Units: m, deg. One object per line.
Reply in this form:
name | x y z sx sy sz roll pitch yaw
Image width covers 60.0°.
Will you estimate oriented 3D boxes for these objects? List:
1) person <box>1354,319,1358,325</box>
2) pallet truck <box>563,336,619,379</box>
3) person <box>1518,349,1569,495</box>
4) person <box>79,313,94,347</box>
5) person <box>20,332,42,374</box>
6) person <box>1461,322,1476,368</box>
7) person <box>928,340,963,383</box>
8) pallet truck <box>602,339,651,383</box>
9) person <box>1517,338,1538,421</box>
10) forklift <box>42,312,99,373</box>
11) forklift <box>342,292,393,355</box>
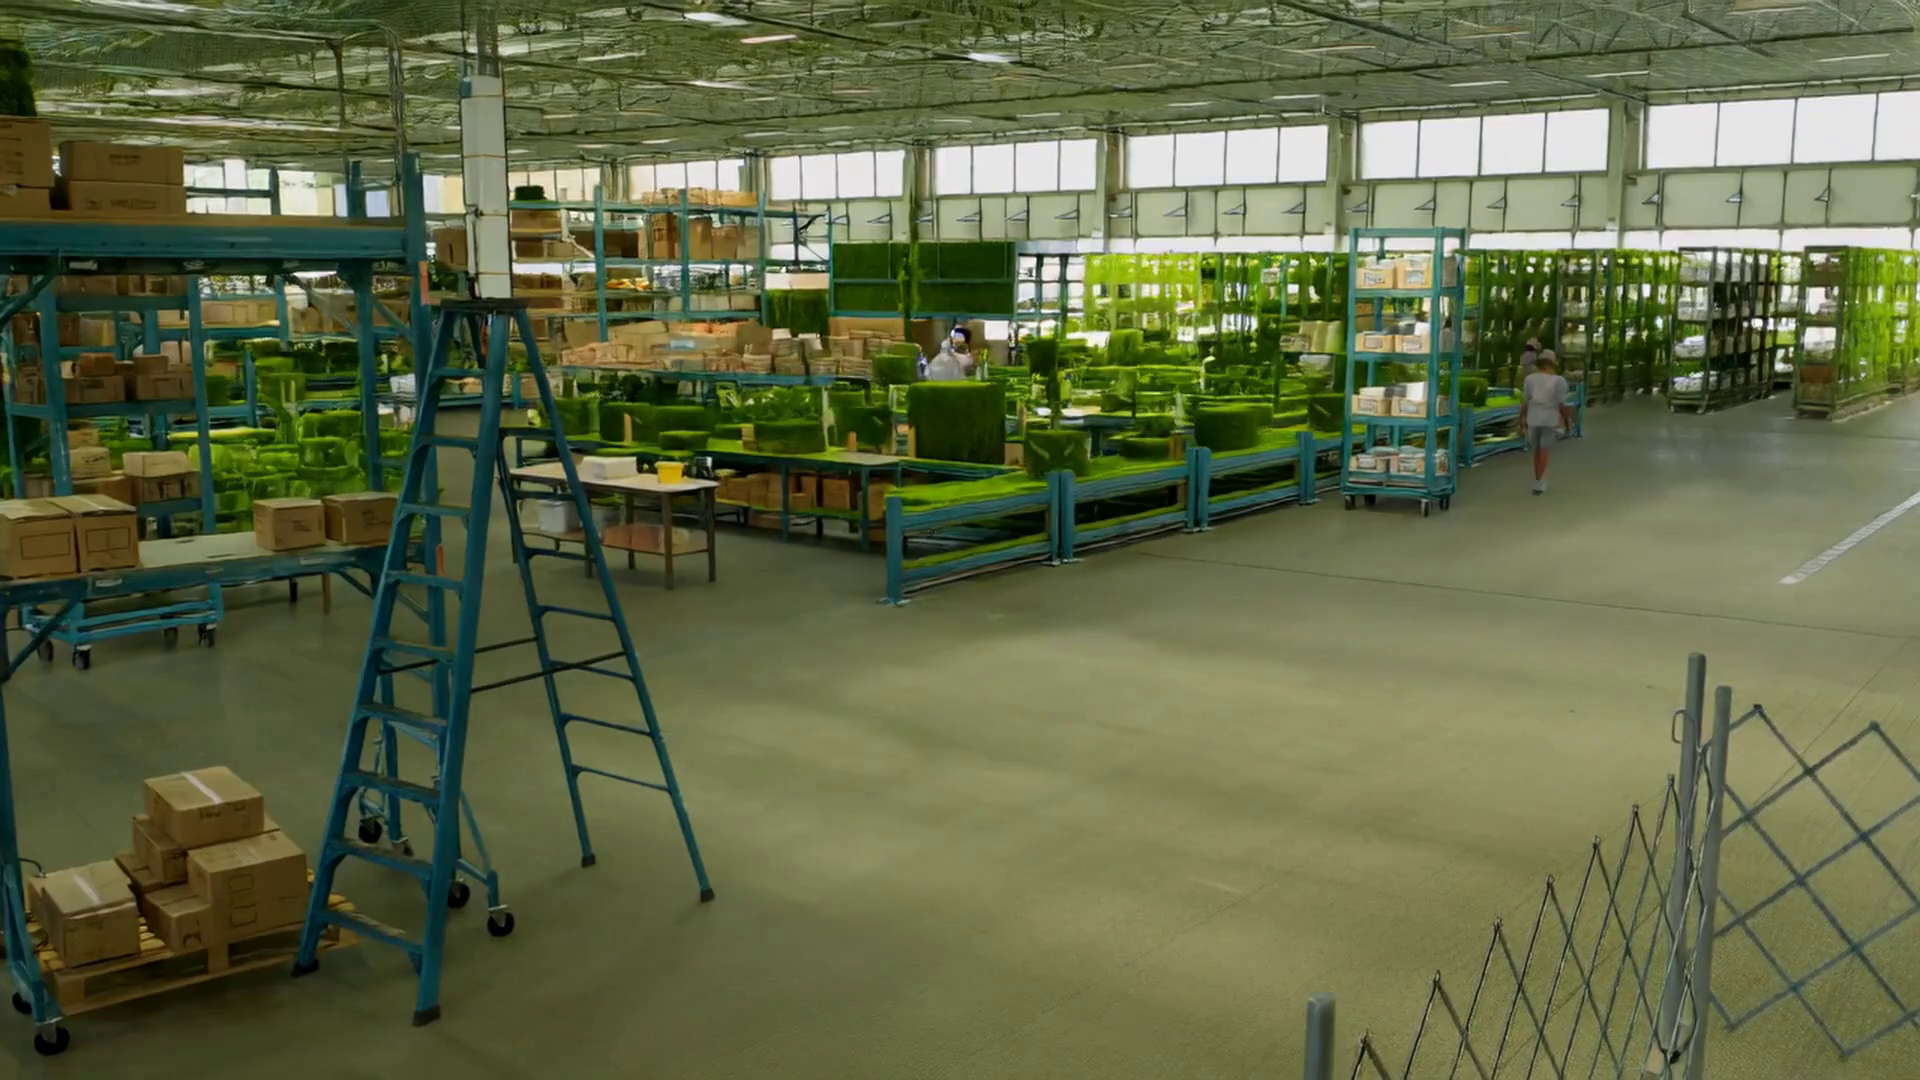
person | 11.463 -5.646 48.140 0.980 1.945 0.628 4 10 22
pallet truck | -10.690 -5.294 48.215 1.601 1.201 0.680 -5 10 -26
person | 8.112 -1.644 23.040 0.636 1.989 1.052 6 11 31
person | -25.260 -5.581 47.931 0.678 1.887 0.540 8 12 41
person | -22.310 -4.172 39.947 0.507 1.632 0.264 2 9 10
person | 13.867 -5.139 45.524 0.583 1.795 0.941 -6 11 -35
person | -0.236 -2.508 28.761 0.642 1.897 0.400 5 10 28
pallet truck | -8.991 -4.871 45.351 0.653 1.274 1.630 7 11 37
person | 11.663 -3.242 33.835 0.538 1.720 0.788 -7 12 -38
forklift | -23.779 -5.451 44.052 1.873 2.768 1.129 7 11 36
forklift | -16.485 -5.622 45.120 1.129 2.768 1.873 7 11 37
